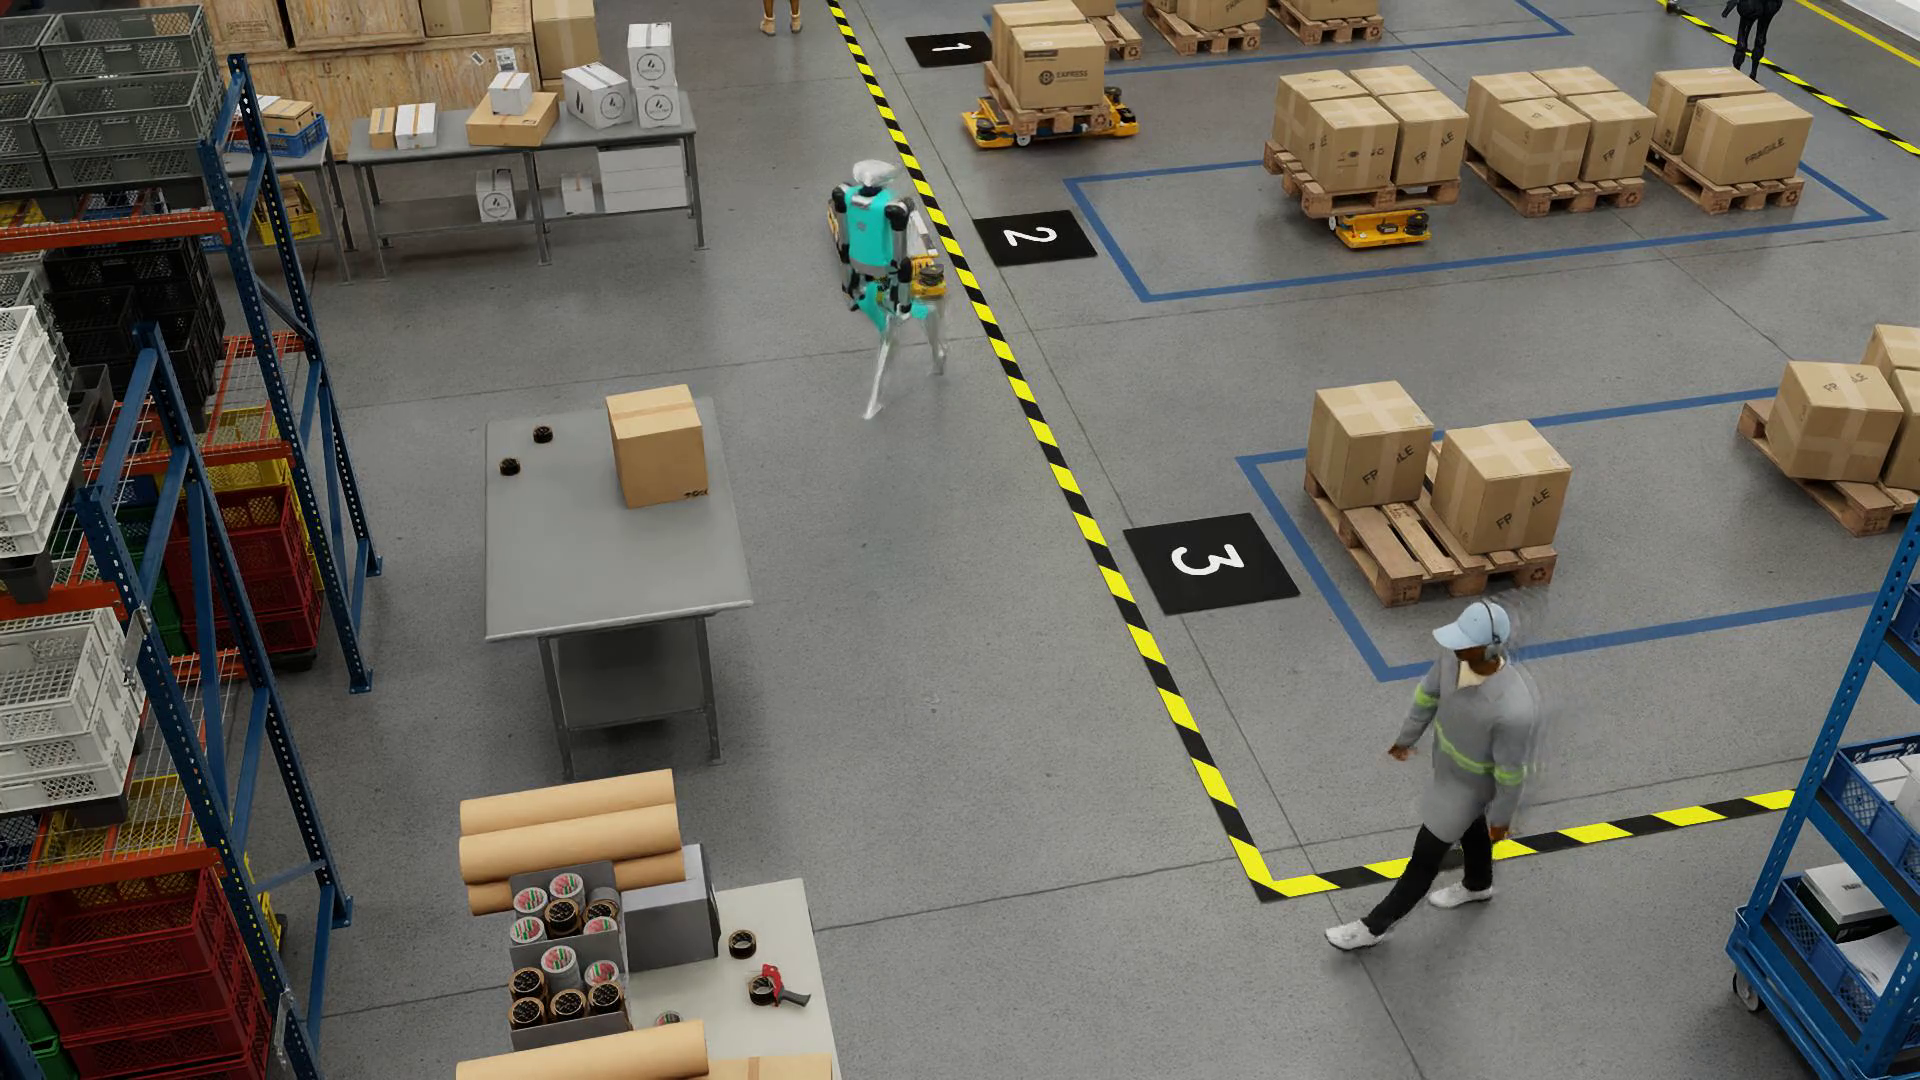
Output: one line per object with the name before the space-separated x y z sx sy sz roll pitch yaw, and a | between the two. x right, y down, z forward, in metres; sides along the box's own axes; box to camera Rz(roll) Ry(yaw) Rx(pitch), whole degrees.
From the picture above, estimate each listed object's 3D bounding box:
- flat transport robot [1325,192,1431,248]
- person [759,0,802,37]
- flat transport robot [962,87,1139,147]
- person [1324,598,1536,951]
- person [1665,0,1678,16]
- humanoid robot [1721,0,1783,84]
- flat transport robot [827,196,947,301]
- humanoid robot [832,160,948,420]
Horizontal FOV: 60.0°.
flat transport robot | 3.134 -2.740 13.213 0.652 0.197 1.431 -8 37 -10
person | -1.801 -5.883 15.984 0.604 2.034 0.387 -10 38 -13
flat transport robot | 0.785 -3.697 14.499 1.431 0.197 0.652 -8 37 -10
person | 2.003 0.976 6.951 0.943 1.804 0.621 -8 37 -10
person | 7.356 -6.233 16.636 0.597 1.813 0.658 7 37 9
humanoid robot | 7.176 -4.892 14.936 0.599 1.657 0.315 -14 39 -19
flat transport robot | -0.570 -2.220 12.538 0.659 0.231 1.431 -8 37 -10
humanoid robot | -0.352 -1.694 10.622 0.542 1.769 0.958 21 42 26
